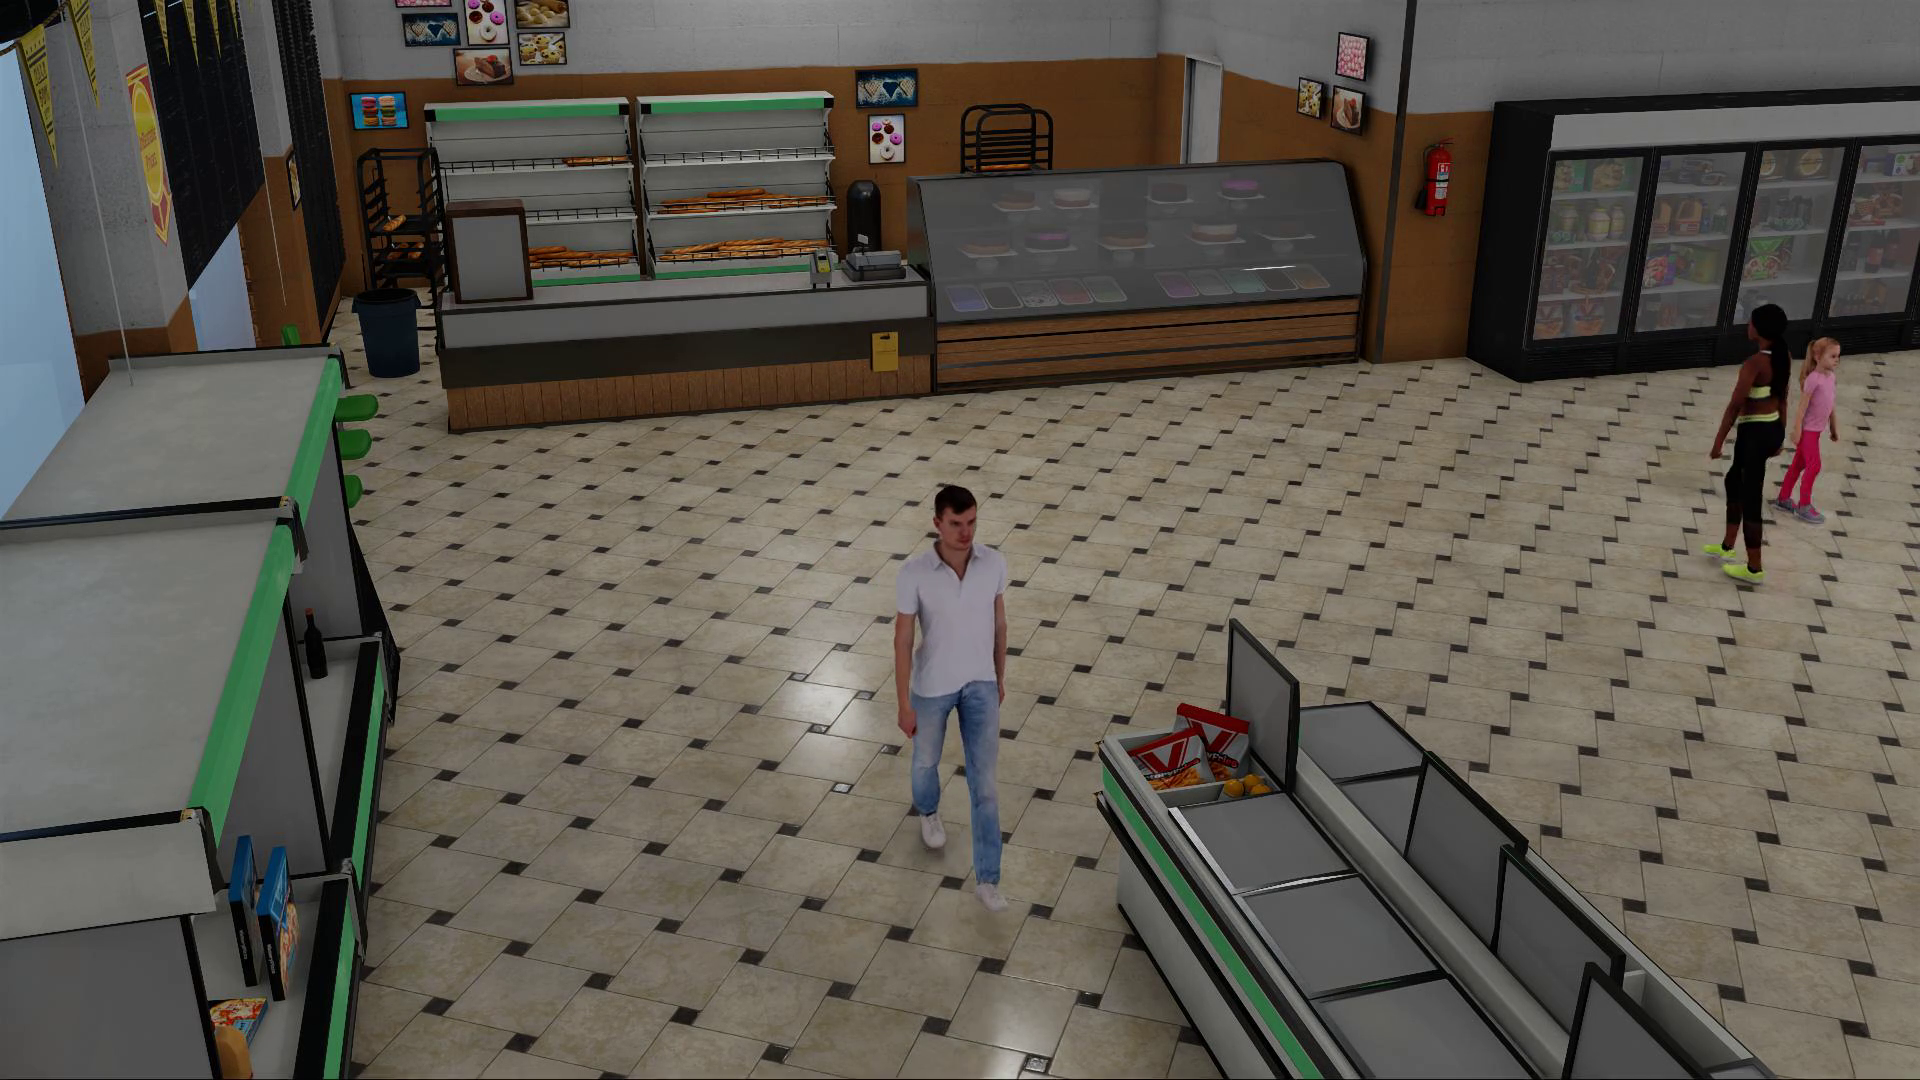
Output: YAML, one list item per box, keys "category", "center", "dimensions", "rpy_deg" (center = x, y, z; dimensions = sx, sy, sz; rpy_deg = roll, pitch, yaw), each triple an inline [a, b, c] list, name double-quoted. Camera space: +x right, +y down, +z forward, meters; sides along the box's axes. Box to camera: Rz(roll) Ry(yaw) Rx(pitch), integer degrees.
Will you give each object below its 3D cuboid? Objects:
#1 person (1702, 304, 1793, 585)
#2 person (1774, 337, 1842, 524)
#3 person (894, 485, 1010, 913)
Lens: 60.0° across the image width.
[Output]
- category: "person"
  center: [4.977, -0.557, 10.231]
  dimensions: [0.689, 1.732, 0.817]
  rpy_deg: [-12, 25, -28]
- category: "person"
  center: [5.787, -0.786, 11.434]
  dimensions: [0.618, 1.259, 0.715]
  rpy_deg: [-18, 28, -38]
- category: "person"
  center: [-0.063, 0.622, 7.204]
  dimensions: [0.663, 1.800, 1.154]
  rpy_deg: [-6, 23, -14]
